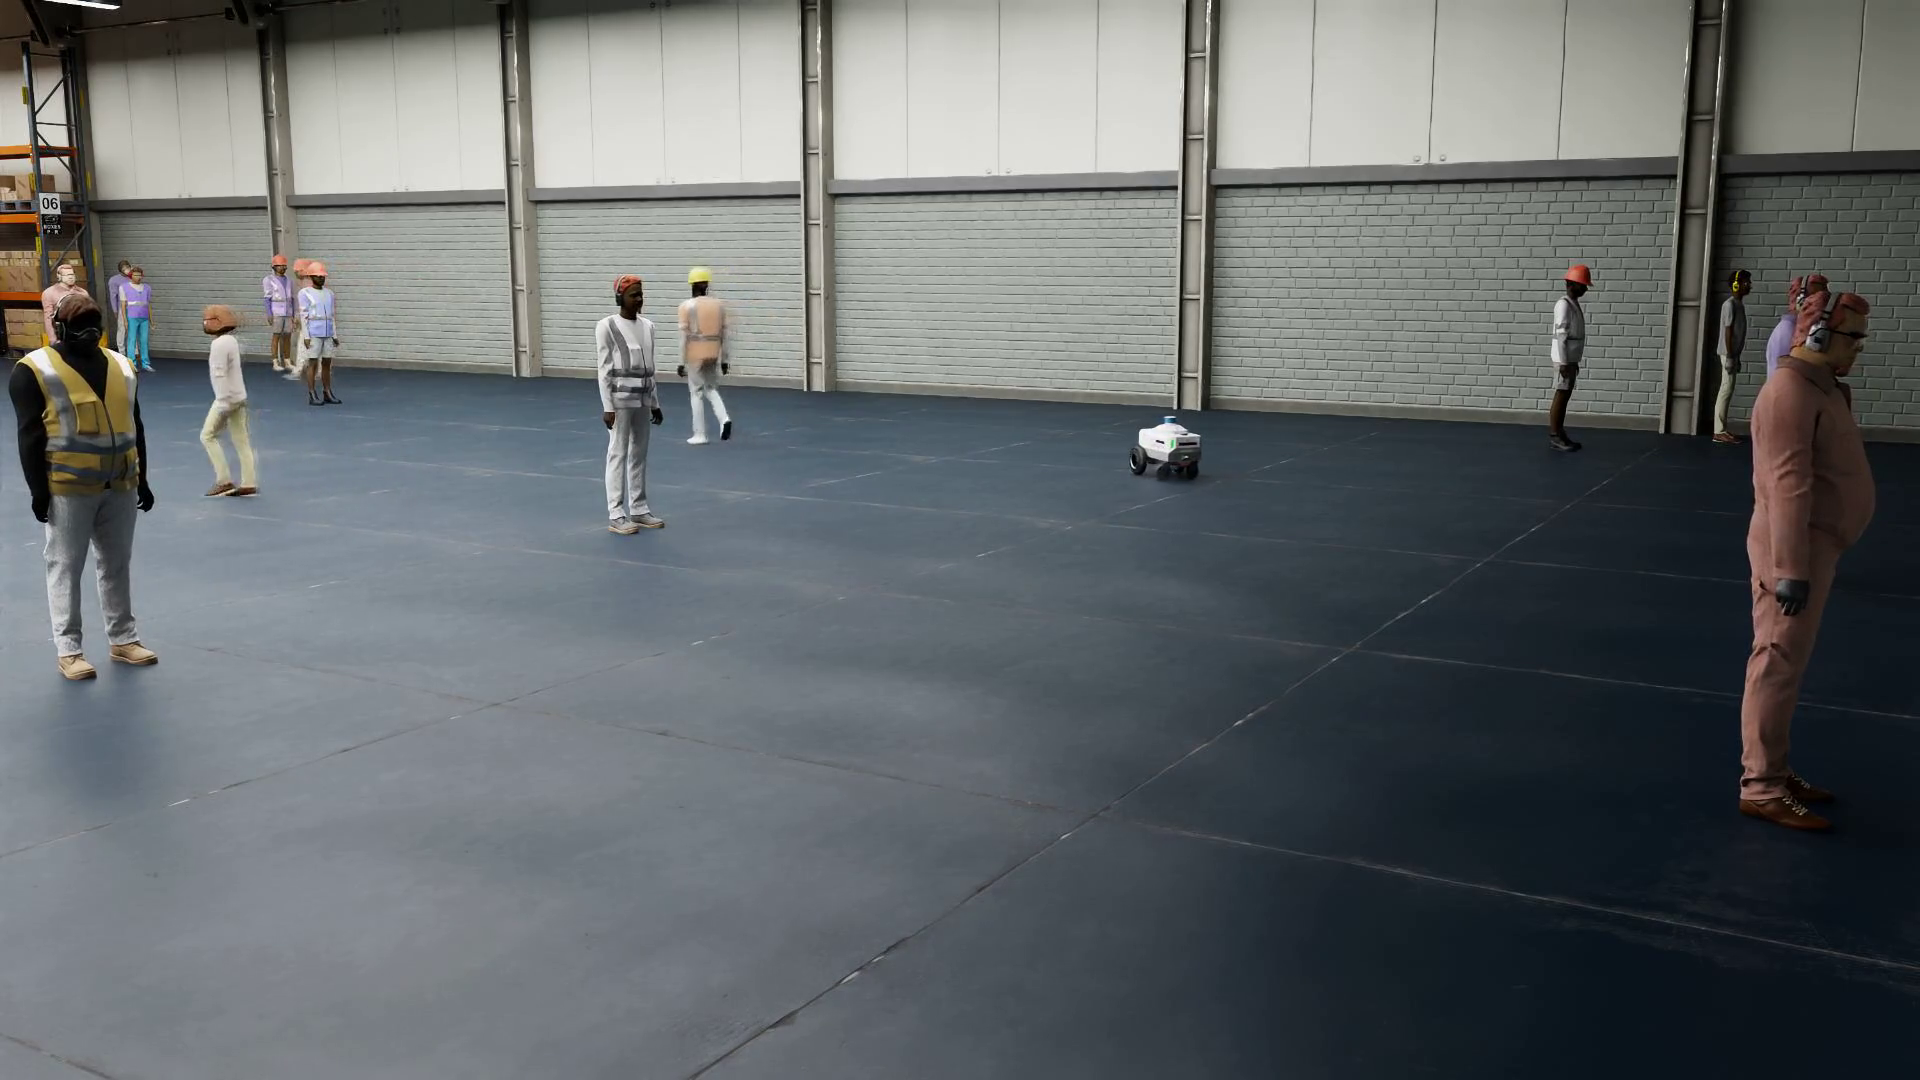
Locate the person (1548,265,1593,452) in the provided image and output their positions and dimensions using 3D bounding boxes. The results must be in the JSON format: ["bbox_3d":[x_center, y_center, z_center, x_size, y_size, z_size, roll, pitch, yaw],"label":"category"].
[{"bbox_3d":[6.359,-1.889,17.328,0.370,1.928,0.543,6,11,30],"label":"person"}]

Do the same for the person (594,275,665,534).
[{"bbox_3d":[-2.419,-0.996,12.234,0.356,1.883,0.572,6,11,30],"label":"person"}]

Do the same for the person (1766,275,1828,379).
[{"bbox_3d":[5.180,-0.675,10.285,0.407,1.910,0.638,6,11,30],"label":"person"}]

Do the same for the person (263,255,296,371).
[{"bbox_3d":[-11.938,-3.992,29.303,0.376,2.045,0.605,6,11,30],"label":"person"}]

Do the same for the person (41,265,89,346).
[{"bbox_3d":[-11.828,-2.701,22.147,0.407,1.910,0.638,6,11,30],"label":"person"}]

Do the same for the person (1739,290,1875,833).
[{"bbox_3d":[3.033,0.065,5.969,0.408,1.903,0.638,6,11,30],"label":"person"}]

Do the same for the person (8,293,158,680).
[{"bbox_3d":[-4.216,-0.265,8.076,0.429,1.845,0.622,6,11,30],"label":"person"}]

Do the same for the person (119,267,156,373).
[{"bbox_3d":[-14.303,-3.824,28.920,0.390,1.838,0.563,6,11,30],"label":"person"}]

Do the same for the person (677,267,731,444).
[{"bbox_3d":[-2.744,-1.963,17.820,0.588,1.914,0.480,-9,13,-42],"label":"person"}]

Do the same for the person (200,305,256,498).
[{"bbox_3d":[-6.180,-1.148,13.880,0.530,1.612,0.536,-1,10,-9],"label":"person"}]

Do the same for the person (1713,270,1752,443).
[{"bbox_3d":[8.436,-1.998,18.133,0.329,1.873,0.514,6,11,30],"label":"person"}]

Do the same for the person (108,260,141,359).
[{"bbox_3d":[-16.238,-4.475,32.440,0.373,1.940,0.627,6,11,30],"label":"person"}]

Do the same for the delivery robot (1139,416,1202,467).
[{"bbox_3d":[1.921,-0.886,15.199,0.477,0.478,0.707,-4,10,-19],"label":"delivery robot"}]

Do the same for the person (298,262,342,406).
[{"bbox_3d":[-8.707,-2.804,22.653,0.359,1.939,0.543,6,11,30],"label":"person"}]

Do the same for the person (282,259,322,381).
[{"bbox_3d":[-10.674,-3.543,26.894,0.887,1.960,0.659,-7,12,-35],"label":"person"}]
